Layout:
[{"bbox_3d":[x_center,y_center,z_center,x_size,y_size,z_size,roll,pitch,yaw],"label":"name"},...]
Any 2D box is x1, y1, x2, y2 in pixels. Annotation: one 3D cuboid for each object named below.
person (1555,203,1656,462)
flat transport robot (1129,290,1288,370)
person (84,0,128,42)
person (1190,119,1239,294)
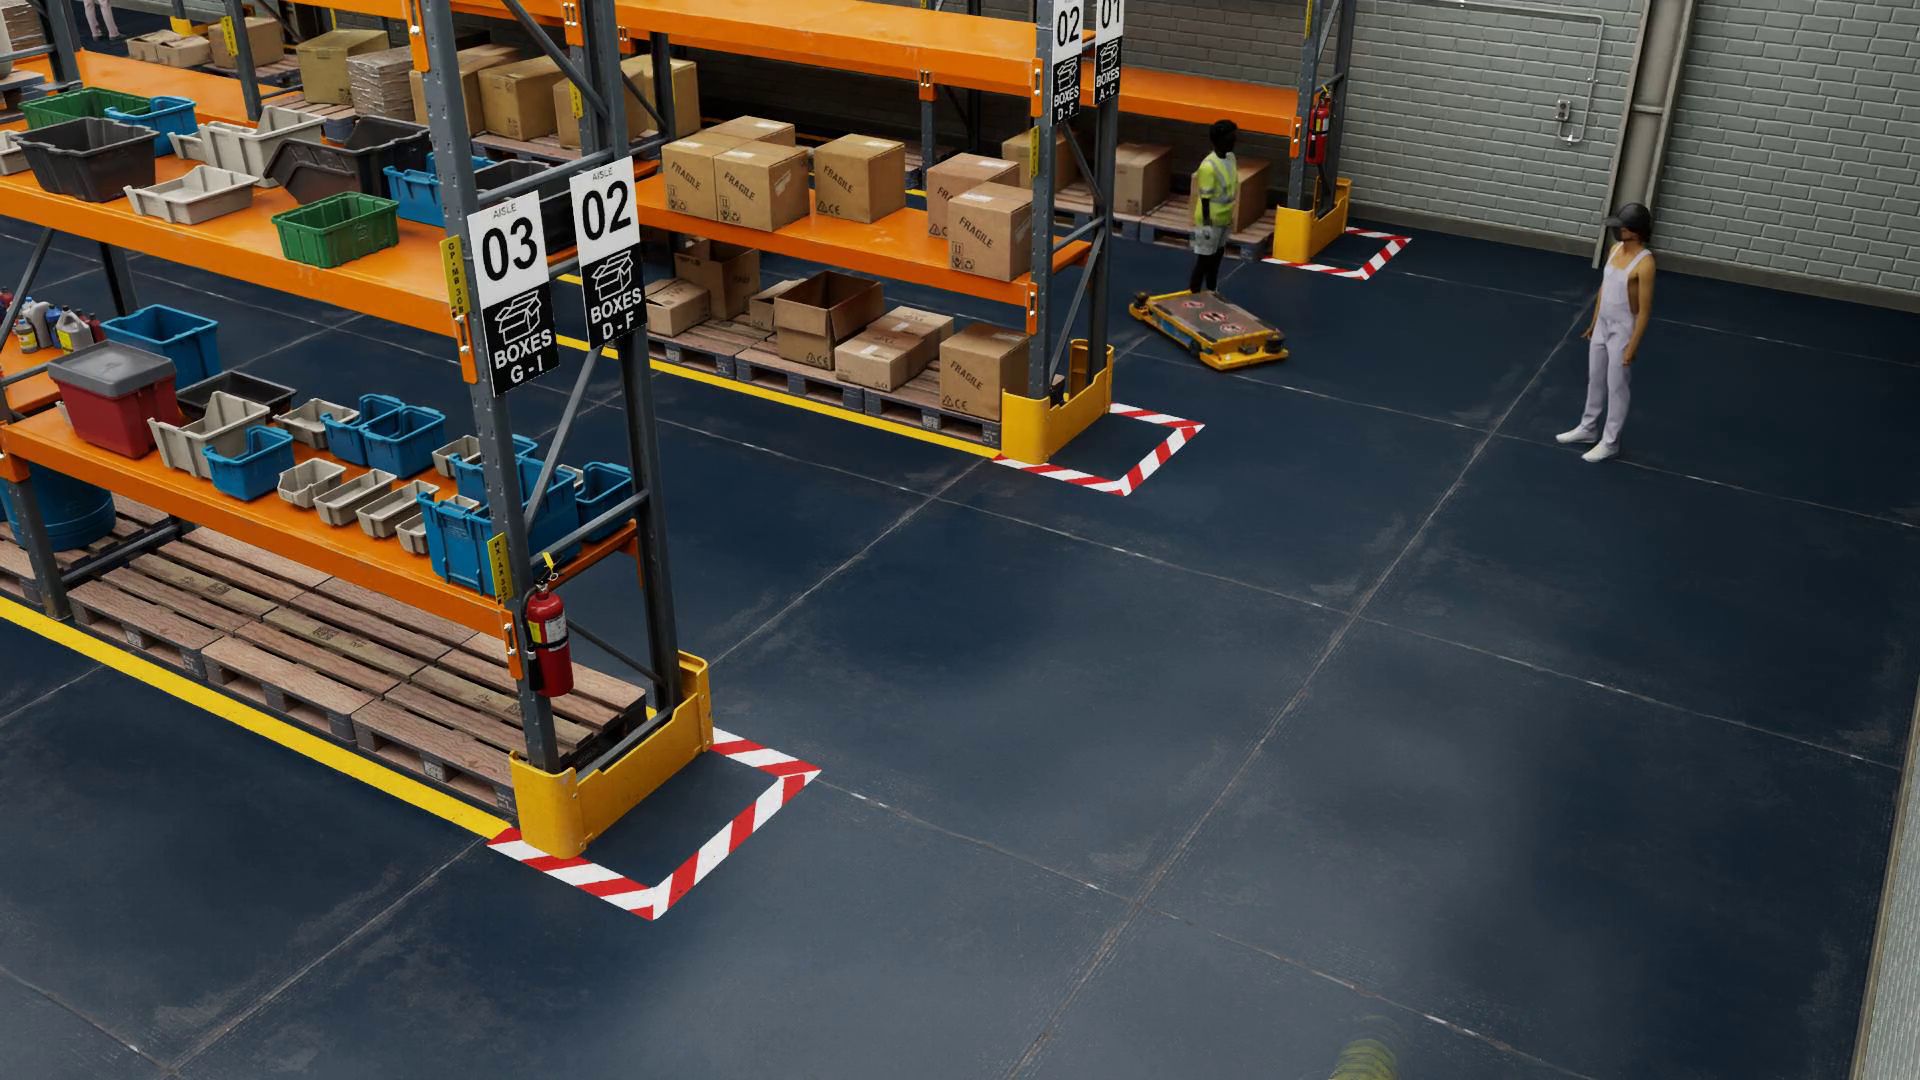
[{"bbox_3d":[4.535,-1.444,11.590,0.383,1.860,0.510,-7,30,-12],"label":"person"},{"bbox_3d":[2.051,-1.784,13.834,0.659,0.231,1.431,-13,32,-22],"label":"flat transport robot"},{"bbox_3d":[-12.118,-7.897,23.179,0.565,1.849,0.388,3,29,6],"label":"person"},{"bbox_3d":[2.154,-2.705,14.024,0.317,1.694,0.538,17,33,28],"label":"person"}]
